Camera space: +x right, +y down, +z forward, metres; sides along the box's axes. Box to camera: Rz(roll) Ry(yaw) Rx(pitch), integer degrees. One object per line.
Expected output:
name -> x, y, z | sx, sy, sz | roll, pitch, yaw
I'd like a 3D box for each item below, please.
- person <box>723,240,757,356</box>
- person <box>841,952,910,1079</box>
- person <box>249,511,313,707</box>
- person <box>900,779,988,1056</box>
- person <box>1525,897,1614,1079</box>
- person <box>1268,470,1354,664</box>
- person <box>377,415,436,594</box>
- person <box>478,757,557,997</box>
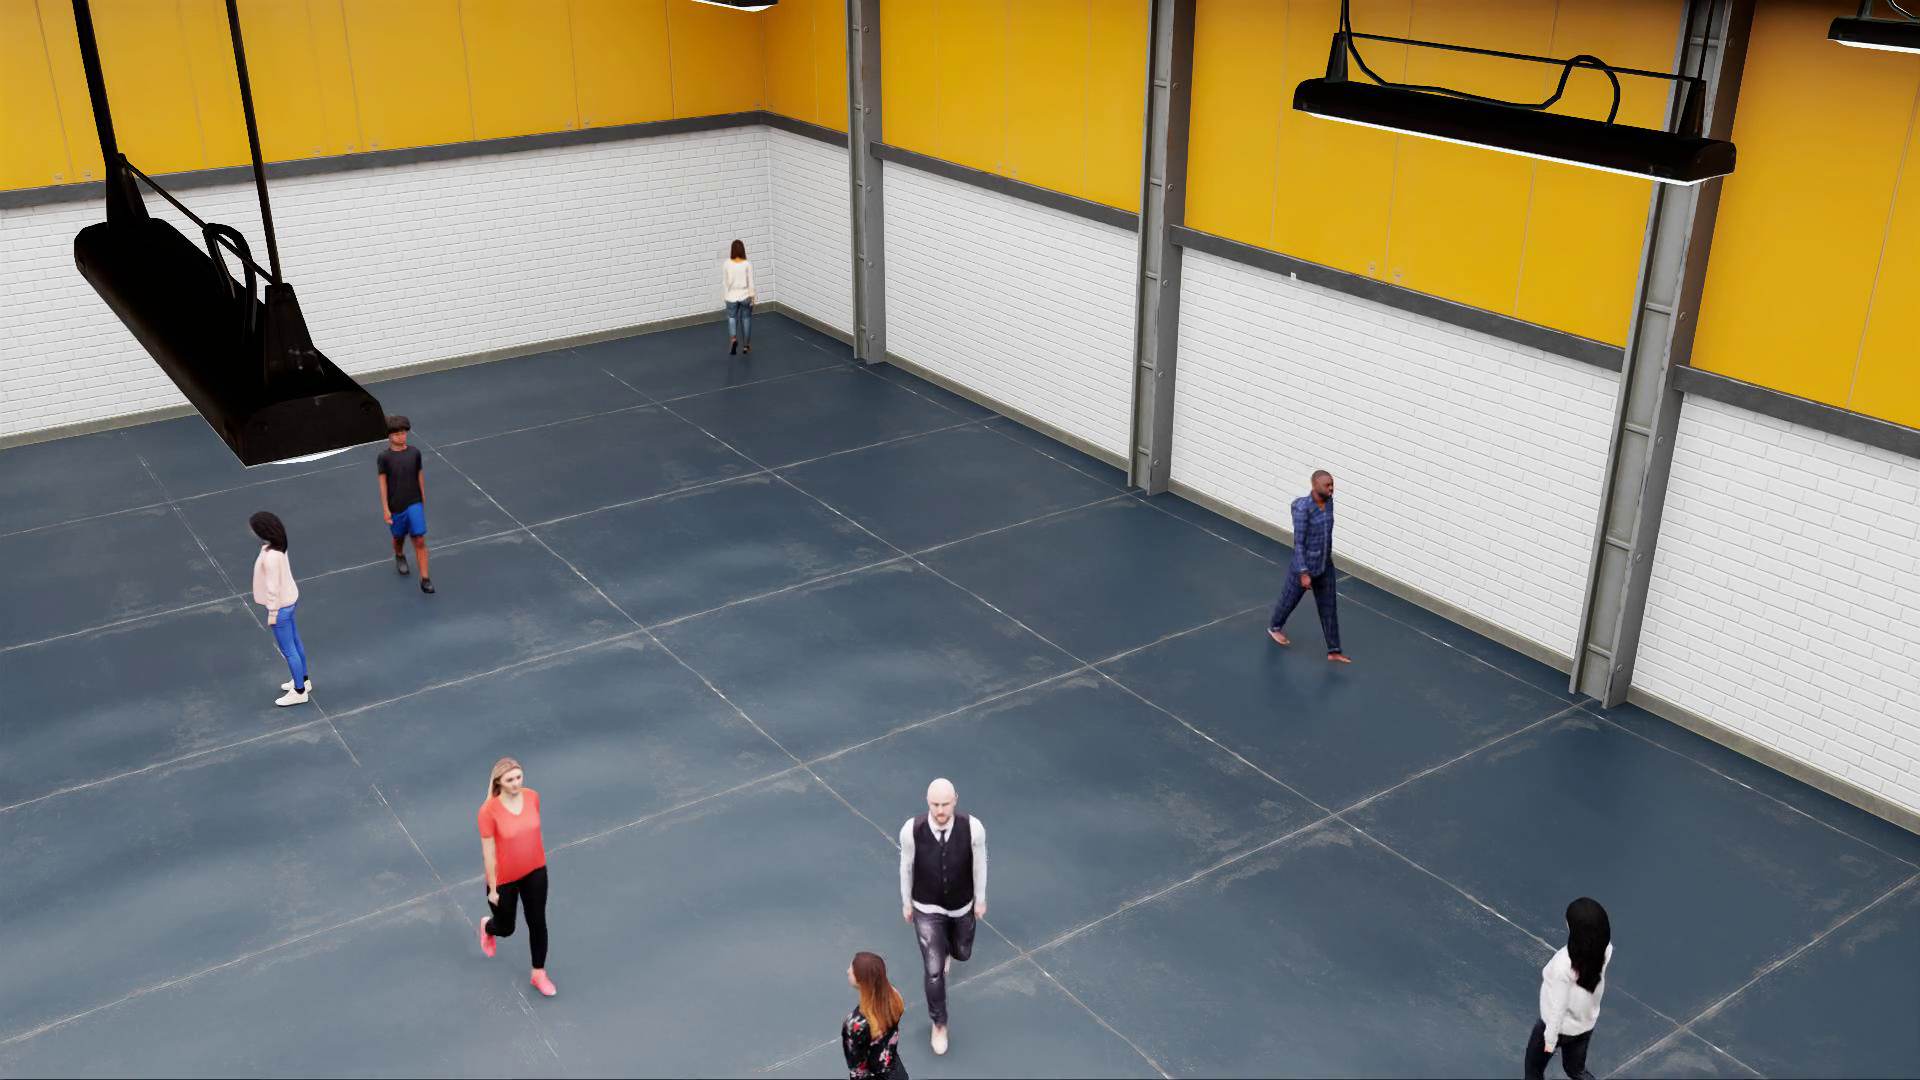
person -> -3.129, -3.369, 23.356 | 0.907, 1.666, 0.991 | 2, 24, 4
person -> -0.371, 2.942, 8.939 | 1.128, 1.650, 0.777 | 19, 30, 37
person -> -5.798, 0.566, 14.229 | 0.779, 1.766, 0.640 | -4, 24, -9
person -> -0.092, 2.243, 10.357 | 1.029, 1.795, 1.216 | -2, 24, -4
person -> 3.477, 2.757, 9.322 | 0.656, 1.683, 0.996 | -15, 27, -30
person -> 3.090, 0.212, 15.028 | 0.687, 1.775, 1.181 | -15, 28, -30
person -> -5.513, -0.381, 16.400 | 0.715, 1.763, 1.198 | -11, 26, -24
person -> -2.915, 2.140, 10.735 | 0.695, 1.681, 0.970 | -21, 31, -40
